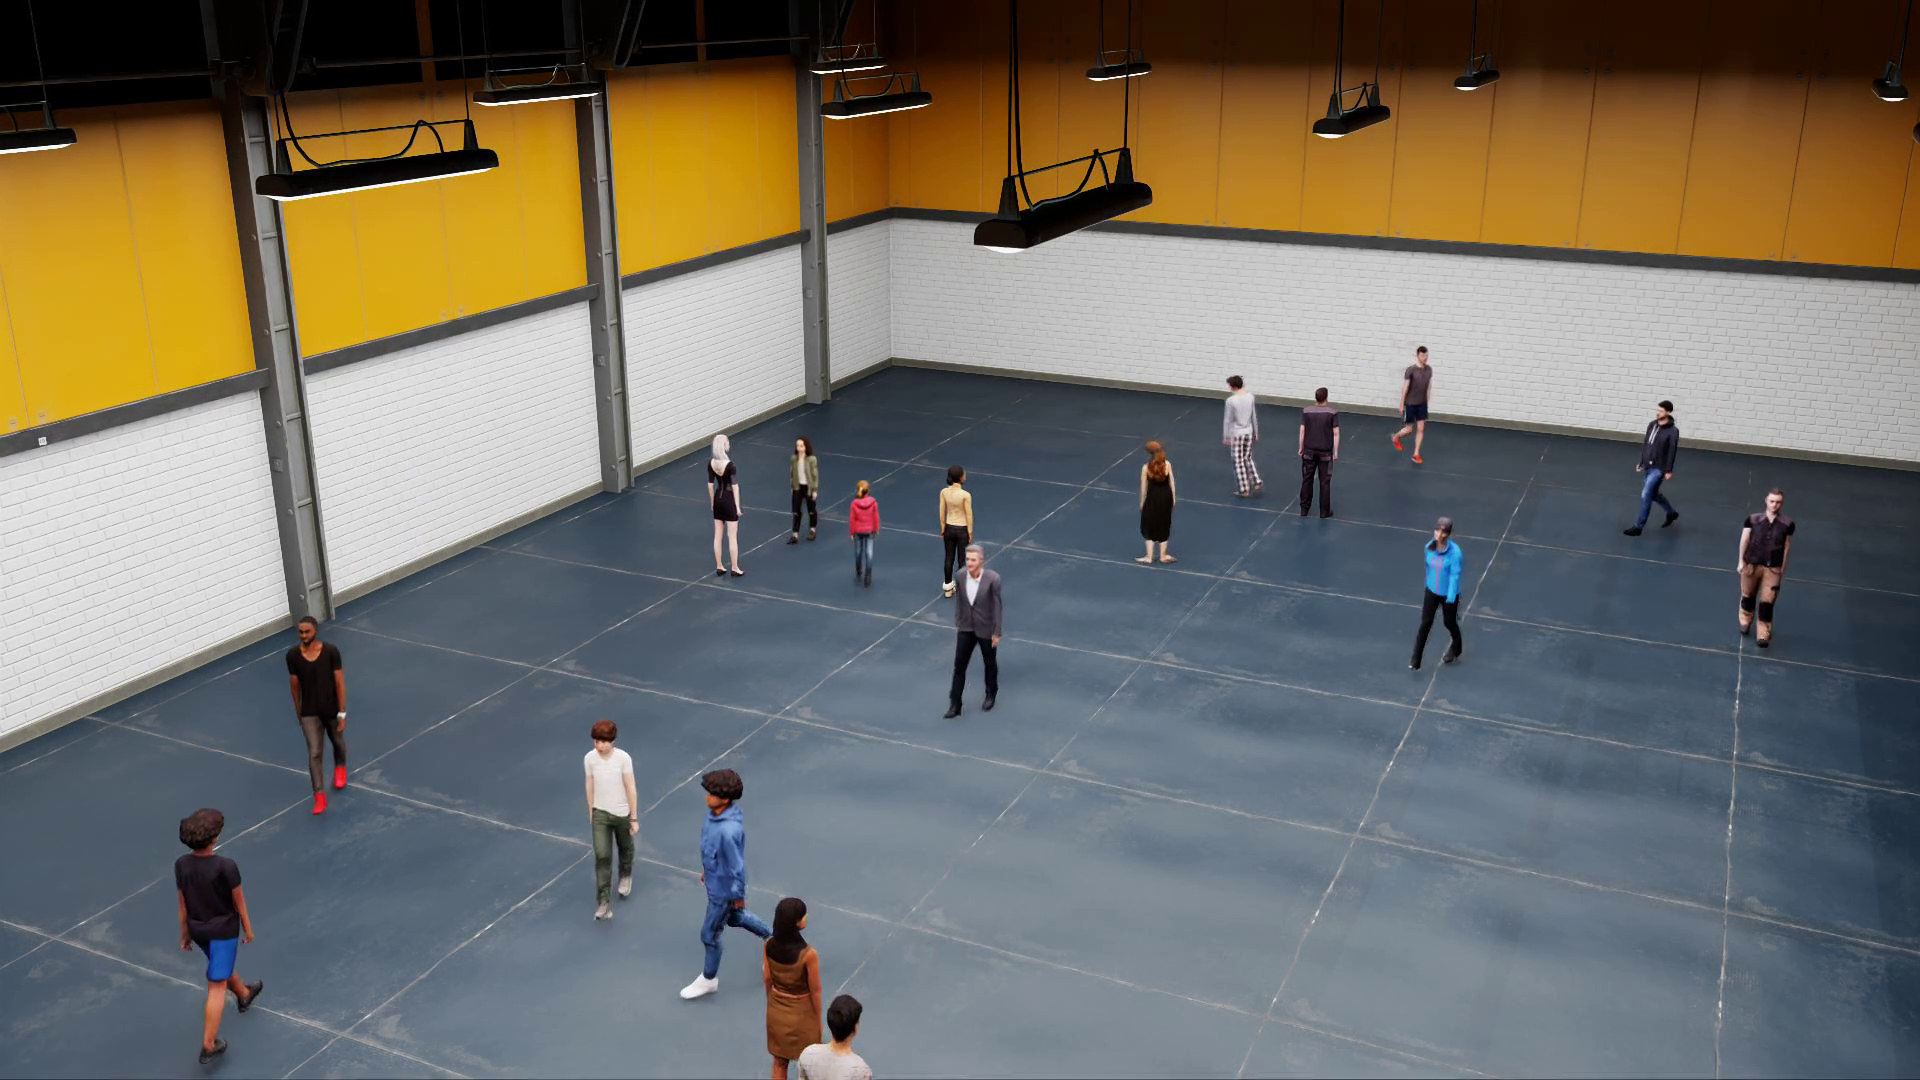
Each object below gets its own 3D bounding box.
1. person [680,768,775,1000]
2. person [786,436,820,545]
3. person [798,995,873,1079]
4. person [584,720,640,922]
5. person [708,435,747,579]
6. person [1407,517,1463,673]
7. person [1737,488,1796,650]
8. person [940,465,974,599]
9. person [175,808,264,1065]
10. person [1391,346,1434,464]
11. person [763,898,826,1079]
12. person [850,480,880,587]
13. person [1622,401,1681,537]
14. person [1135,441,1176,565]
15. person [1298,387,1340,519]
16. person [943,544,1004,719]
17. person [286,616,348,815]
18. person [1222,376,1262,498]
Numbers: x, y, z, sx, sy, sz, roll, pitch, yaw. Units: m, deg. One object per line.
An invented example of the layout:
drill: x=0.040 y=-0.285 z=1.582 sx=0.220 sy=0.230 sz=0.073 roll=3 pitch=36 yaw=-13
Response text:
person: x=-1.655 y=2.495 z=12.261 sx=1.179 sy=1.778 sz=1.134 roll=-6 pitch=20 yaw=-17
person: x=-2.036 y=-0.679 z=22.200 sx=0.669 sy=1.450 sz=0.901 roll=5 pitch=19 yaw=15
person: x=-0.767 y=3.450 z=9.554 sx=0.648 sy=1.694 sz=0.605 roll=9 pitch=21 yaw=26
person: x=-2.777 y=2.185 z=13.434 sx=0.906 sy=1.616 sz=1.175 roll=0 pitch=19 yaw=-1
person: x=-2.948 y=-0.427 z=20.854 sx=0.569 sy=1.831 sz=0.491 roll=9 pitch=21 yaw=25
person: x=5.268 y=0.576 z=17.995 sx=1.259 sy=1.755 sz=0.972 roll=-13 pitch=22 yaw=-33
person: x=9.073 y=0.274 z=18.825 sx=0.711 sy=1.796 sz=1.147 roll=10 pitch=21 yaw=27
person: x=-0.041 y=-0.103 z=20.161 sx=0.587 sy=1.658 sz=0.529 roll=9 pitch=21 yaw=25
person: x=-5.197 y=2.761 z=11.521 sx=0.875 sy=1.745 sz=1.258 roll=2 pitch=19 yaw=5
person: x=7.059 y=-2.132 z=25.918 sx=1.025 sy=1.829 sz=1.100 roll=-7 pitch=20 yaw=-19
person: x=-1.072 y=3.072 z=10.694 sx=0.551 sy=1.684 sz=0.502 roll=9 pitch=21 yaw=25
person: x=-1.184 y=-0.068 z=20.639 sx=0.764 sy=1.287 sz=0.938 roll=-1 pitch=19 yaw=-2
person: x=9.451 y=-0.972 z=22.423 sx=1.188 sy=1.862 sz=1.199 roll=-4 pitch=19 yaw=-13
person: x=2.579 y=-0.490 z=21.394 sx=0.799 sy=1.605 sz=0.823 roll=2 pitch=19 yaw=5
person: x=5.000 y=-1.232 z=23.222 sx=0.704 sy=1.845 sz=0.570 roll=9 pitch=21 yaw=25
person: x=0.228 y=0.885 z=16.996 sx=0.779 sy=1.806 sz=1.048 roll=6 pitch=20 yaw=19
person: x=-5.791 y=1.519 z=15.186 sx=1.096 sy=1.760 sz=1.227 roll=-4 pitch=19 yaw=-13
person: x=4.089 y=-1.497 z=24.075 sx=0.859 sy=1.803 sz=0.935 roll=-4 pitch=19 yaw=-11
